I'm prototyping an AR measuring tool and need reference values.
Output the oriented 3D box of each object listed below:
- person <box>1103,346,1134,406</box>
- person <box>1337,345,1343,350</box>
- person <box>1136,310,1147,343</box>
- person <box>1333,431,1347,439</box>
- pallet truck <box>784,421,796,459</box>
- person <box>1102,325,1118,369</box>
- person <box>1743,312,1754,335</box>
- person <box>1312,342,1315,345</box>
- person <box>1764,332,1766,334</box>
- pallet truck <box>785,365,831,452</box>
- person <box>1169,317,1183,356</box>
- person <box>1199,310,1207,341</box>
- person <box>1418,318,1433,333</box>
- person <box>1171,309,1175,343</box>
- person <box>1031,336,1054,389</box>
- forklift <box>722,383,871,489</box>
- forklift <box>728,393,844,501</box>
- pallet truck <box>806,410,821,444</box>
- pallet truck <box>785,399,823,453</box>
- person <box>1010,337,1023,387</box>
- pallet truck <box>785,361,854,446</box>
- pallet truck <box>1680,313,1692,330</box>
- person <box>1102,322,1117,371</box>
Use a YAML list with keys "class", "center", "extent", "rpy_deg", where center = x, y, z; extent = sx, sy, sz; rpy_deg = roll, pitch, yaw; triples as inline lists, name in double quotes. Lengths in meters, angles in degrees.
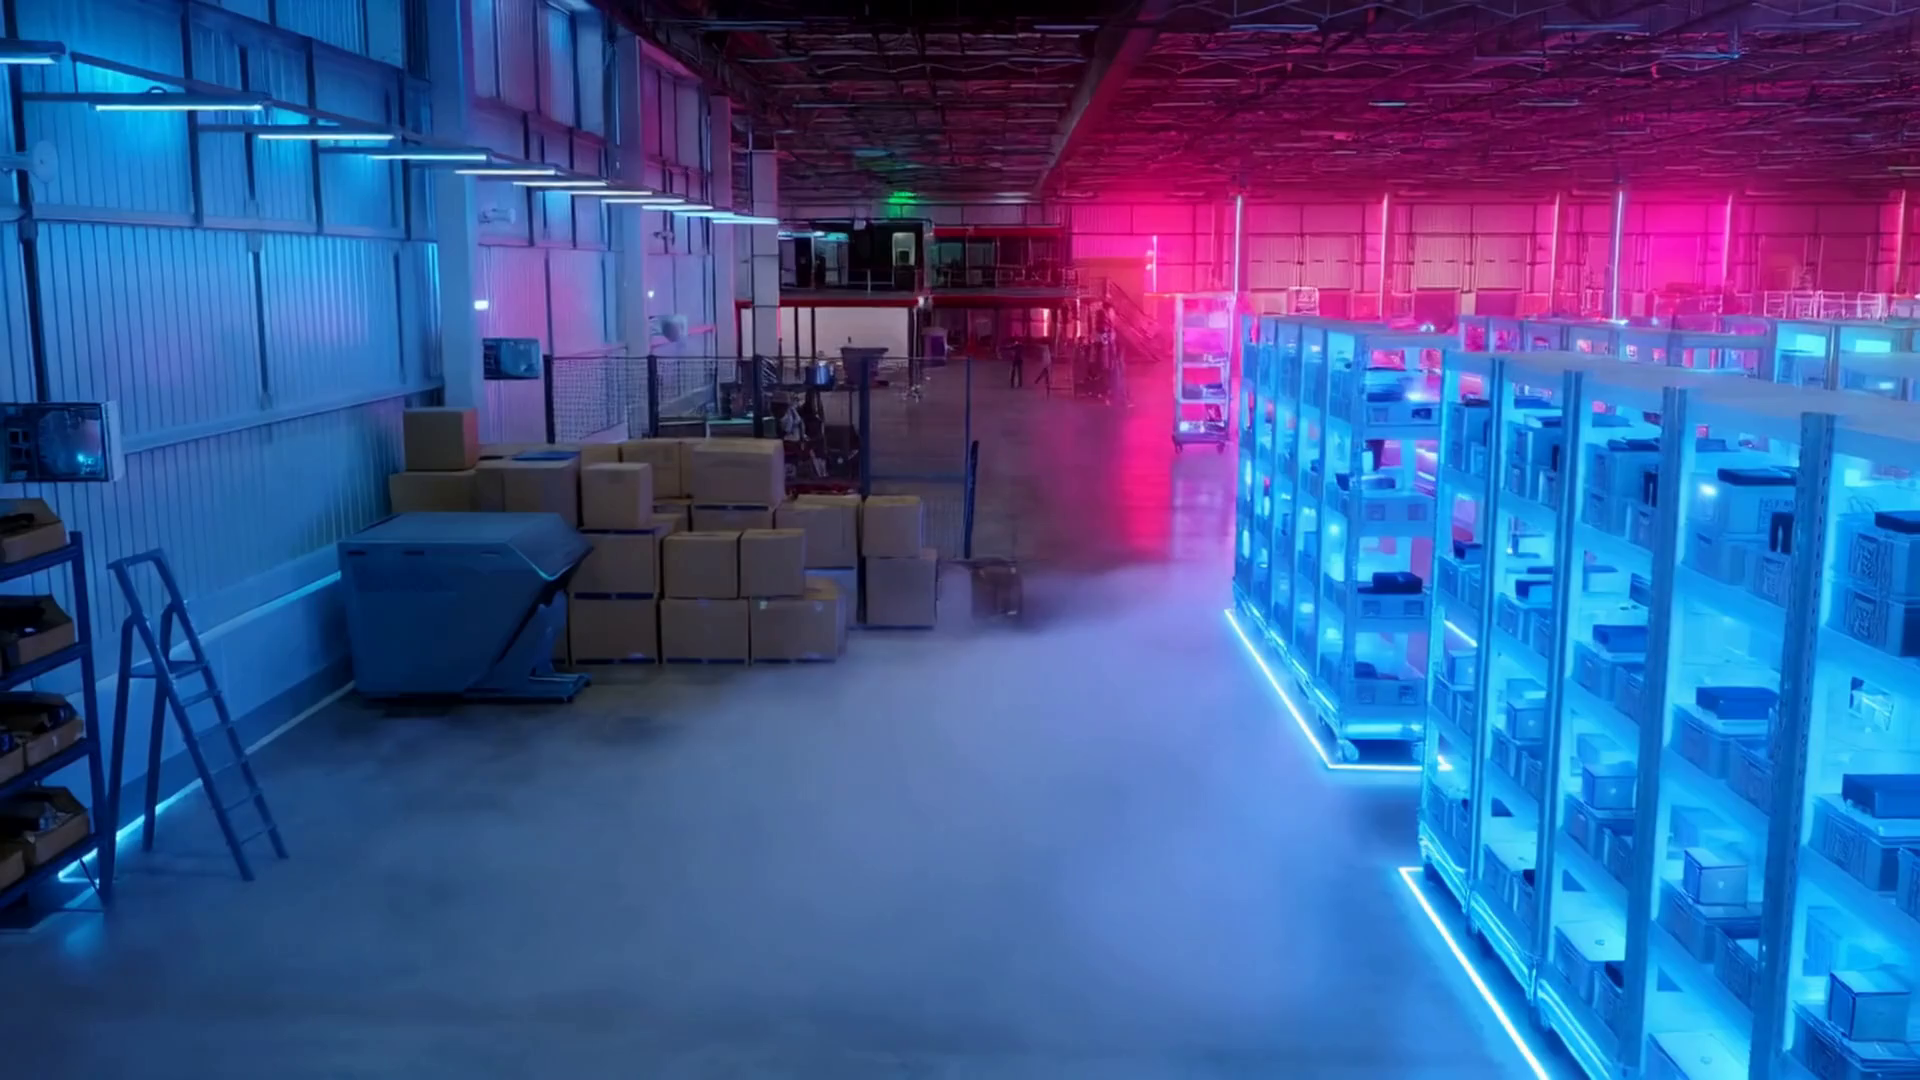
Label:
- class: "person"
  center: [4.808, -4.952, 50.335]
  extent: [0.876, 1.842, 0.528]
  rpy_deg: [3, 10, 17]
- class: "person"
  center: [15.039, -7.441, 65.408]
  extent: [0.649, 1.914, 0.582]
  rpy_deg: [7, 11, 36]
- class: "person"
  center: [9.905, -11.572, 90.703]
  extent: [0.612, 1.982, 0.409]
  rpy_deg: [1, 9, 6]
- class: "person"
  center: [5.147, -0.546, 22.652]
  extent: [0.614, 1.993, 0.395]
  rpy_deg: [7, 12, 37]
- class: "pallet truck"
  center: [-4.013, -1.793, 32.705]
  extent: [1.601, 1.201, 0.680]
  rpy_deg: [0, 9, 1]
- class: "person"
  center: [6.309, -7.984, 68.977]
  extent: [1.022, 1.853, 0.660]
  rpy_deg: [0, 9, 0]
- class: "person"
  center: [41.447, -11.022, 87.505]
  extent: [0.780, 1.968, 0.393]
  rpy_deg: [6, 11, 33]
- class: "person"
  center: [16.755, -9.539, 78.572]
  extent: [0.662, 1.851, 0.536]
  rpy_deg: [-1, 9, -8]
- class: "person"
  center: [39.073, -9.811, 80.282]
  extent: [0.430, 1.845, 0.620]
  rpy_deg: [2, 9, 9]
- class: "pallet truck"
  center: [-3.774, -2.976, 37.635]
  extent: [1.885, 1.965, 0.823]
  rpy_deg: [1, 9, 5]
- class: "person"
  center: [10.354, -9.716, 79.475]
  extent: [0.630, 1.915, 0.895]
  rpy_deg: [-3, 10, -18]
- class: "person"
  center: [14.260, -12.532, 97.229]
  extent: [0.590, 1.801, 0.657]
  rpy_deg: [6, 11, 34]
- class: "person"
  center: [20.420, -8.724, 73.069]
  extent: [0.734, 2.007, 0.509]
  rpy_deg: [3, 10, 17]
- class: "person"
  center: [12.165, -12.169, 94.563]
  extent: [0.371, 1.925, 0.595]
  rpy_deg: [0, 9, 0]
- class: "person"
  center: [2.879, -6.125, 57.487]
  extent: [0.728, 1.862, 0.575]
  rpy_deg: [0, 9, 3]
- class: "forklift"
  center: [-2.893, -1.687, 28.729]
  extent: [2.680, 1.987, 1.157]
  rpy_deg: [0, 9, -1]
- class: "forklift"
  center: [-2.979, -1.316, 26.476]
  extent: [2.680, 1.987, 1.157]
  rpy_deg: [0, 9, 1]
- class: "pallet truck"
  center: [-3.559, -2.018, 33.905]
  extent: [1.522, 1.261, 0.704]
  rpy_deg: [0, 9, -1]
- class: "pallet truck"
  center: [-3.814, -2.432, 36.419]
  extent: [1.630, 1.274, 0.653]
  rpy_deg: [0, 9, 1]
- class: "person"
  center: [1.978, -6.264, 58.668]
  extent: [0.523, 1.759, 0.342]
  rpy_deg: [-5, 10, -26]
- class: "pallet truck"
  center: [-3.410, -3.193, 38.978]
  extent: [1.885, 1.965, 0.823]
  rpy_deg: [0, 9, -1]
- class: "pallet truck"
  center: [36.315, -10.531, 84.244]
  extent: [0.823, 1.965, 1.885]
  rpy_deg: [-6, 11, -33]
- class: "person"
  center: [6.055, -7.928, 68.052]
  extent: [0.683, 2.000, 0.538]
  rpy_deg: [-5, 11, -29]
